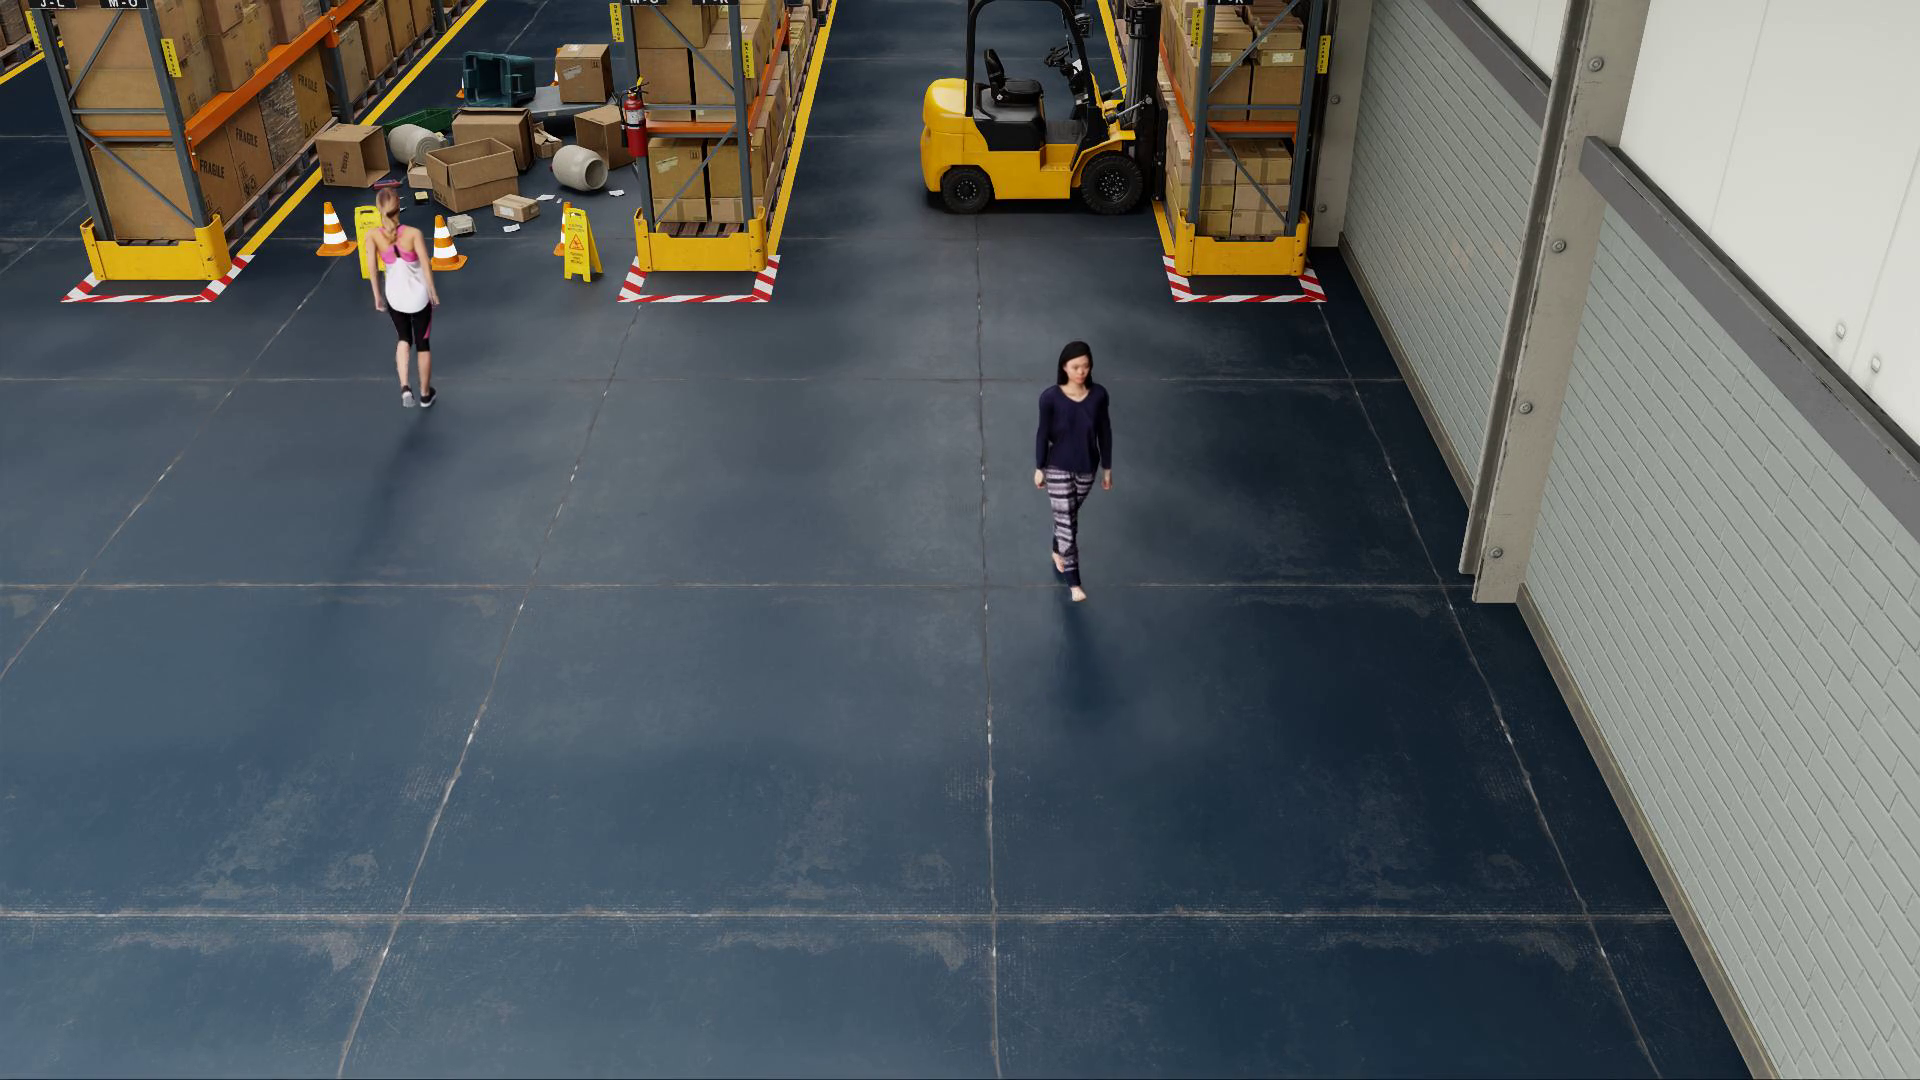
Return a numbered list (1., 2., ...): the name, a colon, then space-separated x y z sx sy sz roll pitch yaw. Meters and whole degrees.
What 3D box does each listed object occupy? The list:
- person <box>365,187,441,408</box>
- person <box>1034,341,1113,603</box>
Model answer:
1. person: -4.179 -1.765 12.541 0.631 1.774 0.807 -2 32 -3
2. person: 0.687 -0.512 10.619 0.812 1.705 1.057 -9 33 -14
